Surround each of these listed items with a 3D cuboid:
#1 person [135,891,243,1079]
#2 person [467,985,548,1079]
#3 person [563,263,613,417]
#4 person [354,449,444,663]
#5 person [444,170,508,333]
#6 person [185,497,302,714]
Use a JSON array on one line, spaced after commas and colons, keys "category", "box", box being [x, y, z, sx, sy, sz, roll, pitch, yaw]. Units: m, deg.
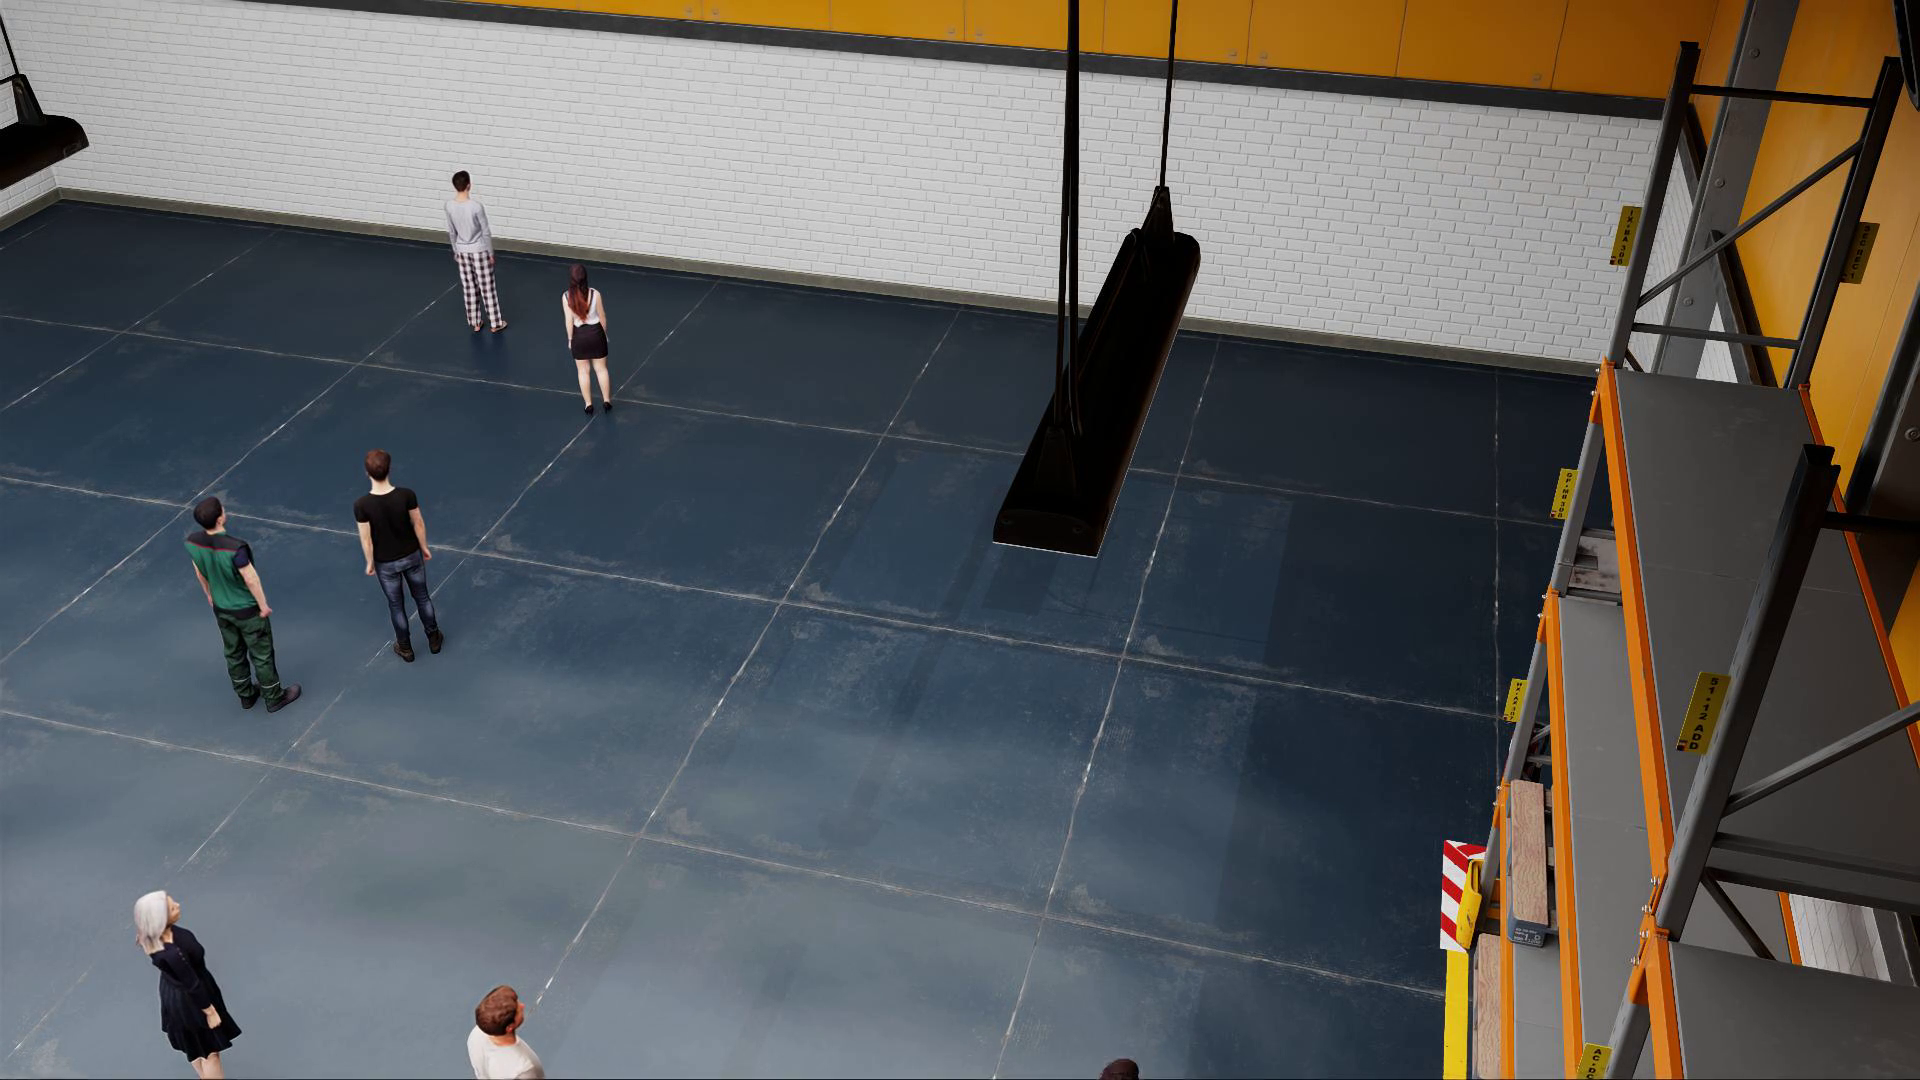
[{"category": "person", "box": [-4.452, 2.678, 9.646, 0.697, 1.746, 0.711, 27, 42, 34]}, {"category": "person", "box": [-2.342, 3.088, 8.887, 0.753, 1.904, 0.731, 25, 41, 33]}, {"category": "person", "box": [-3.763, -2.026, 16.811, 0.639, 1.649, 0.667, -11, 35, -16]}, {"category": "person", "box": [-4.506, 0.132, 13.340, 0.750, 1.897, 0.806, -17, 37, -24]}, {"category": "person", "box": [-5.375, -3.173, 18.357, 0.640, 1.847, 0.558, 6, 34, 8]}, {"category": "person", "box": [-5.558, 0.494, 12.792, 0.670, 1.901, 0.551, 9, 35, 13]}]
